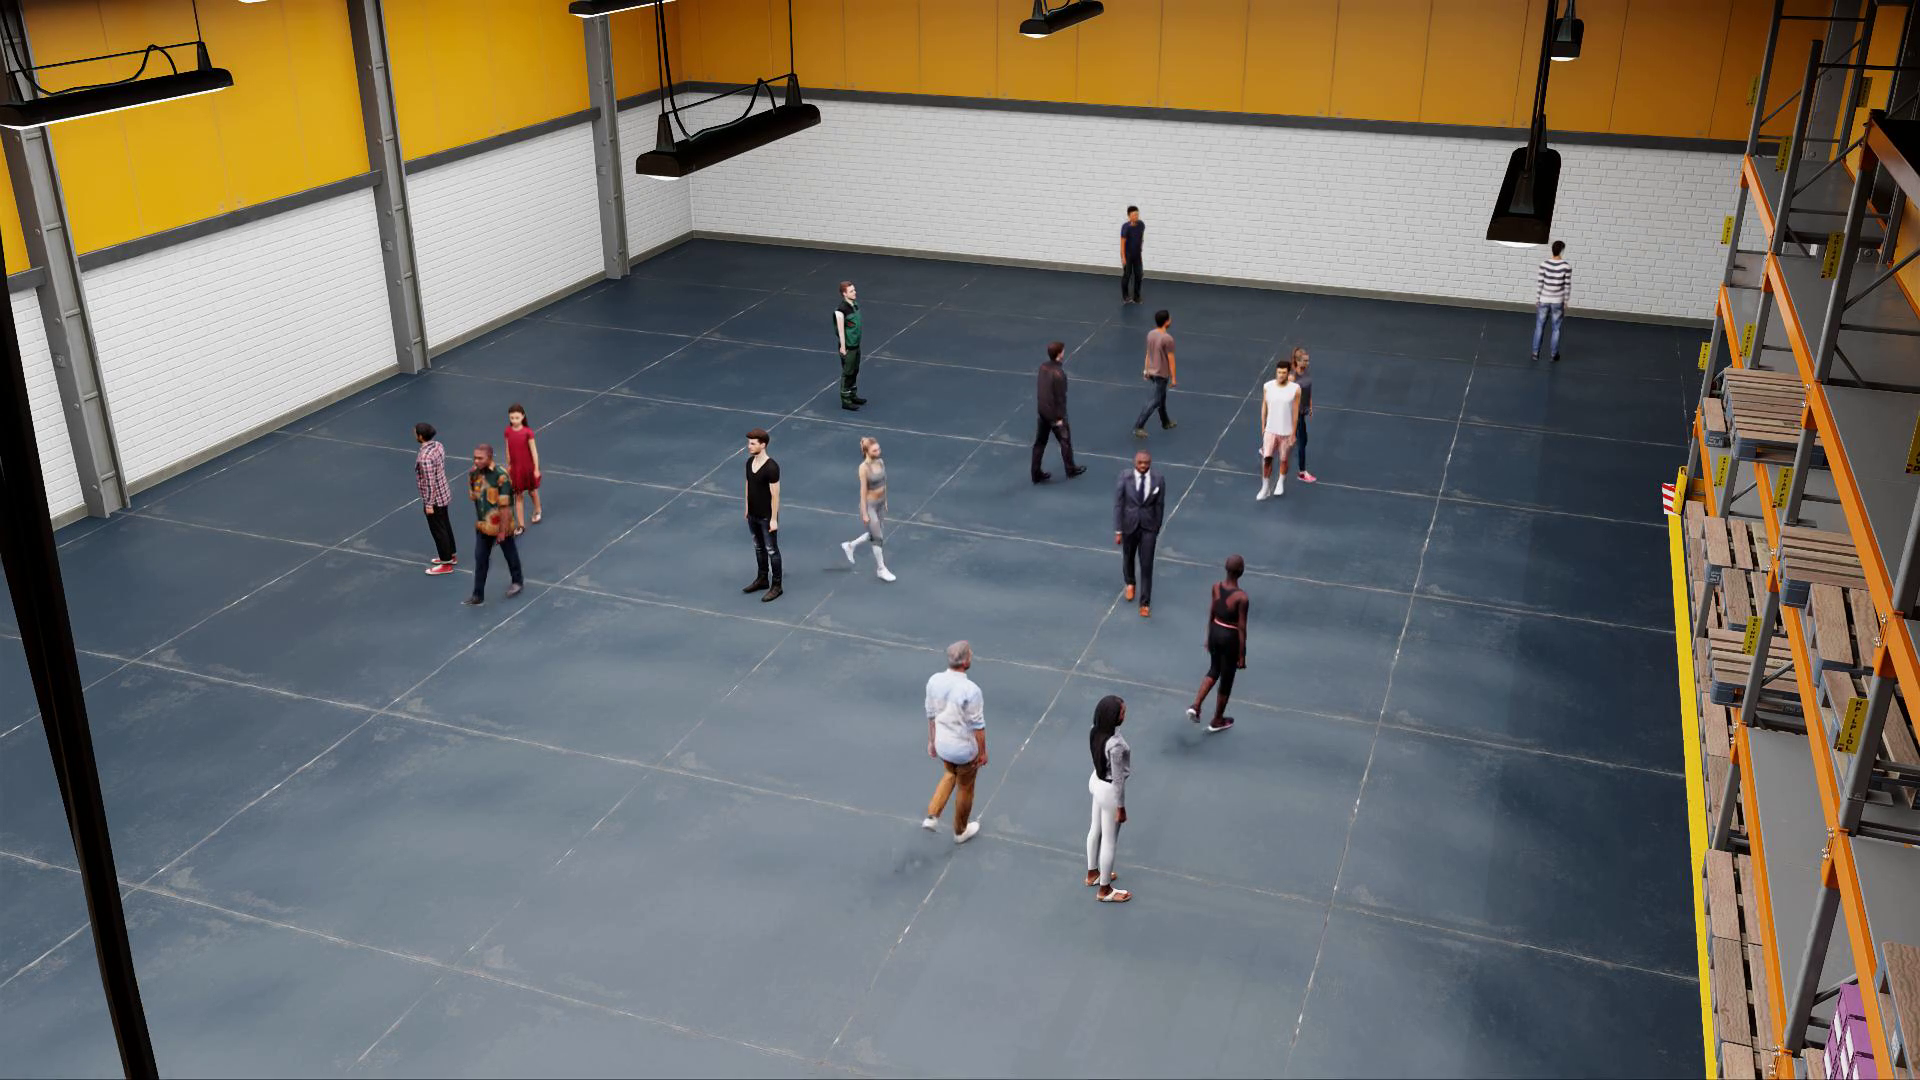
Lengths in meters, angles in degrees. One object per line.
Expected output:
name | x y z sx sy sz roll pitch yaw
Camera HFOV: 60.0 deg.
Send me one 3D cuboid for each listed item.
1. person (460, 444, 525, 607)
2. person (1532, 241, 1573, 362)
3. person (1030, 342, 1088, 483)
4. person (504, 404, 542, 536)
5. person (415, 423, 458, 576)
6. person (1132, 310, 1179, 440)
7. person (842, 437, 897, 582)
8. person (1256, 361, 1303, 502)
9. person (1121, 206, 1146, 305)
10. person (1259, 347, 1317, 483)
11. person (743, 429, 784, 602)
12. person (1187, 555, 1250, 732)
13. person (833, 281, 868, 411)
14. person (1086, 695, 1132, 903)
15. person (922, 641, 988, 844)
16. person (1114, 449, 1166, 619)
person | -4.903 -0.195 17.776 0.672 1.766 1.083 8 25 17
person | 9.136 -3.694 25.676 0.668 1.849 0.560 11 26 24
person | 1.083 -1.571 20.871 1.137 1.808 1.029 -17 29 -34
person | -5.138 -0.888 19.649 0.705 1.536 0.958 1 24 3
person | -5.818 -0.485 18.446 0.834 1.761 0.678 -1 24 -2
person | 2.612 -2.202 22.397 1.221 1.742 1.050 -16 28 -32
person | -1.024 -0.349 18.242 0.792 1.675 0.942 14 27 29
person | 3.977 -1.387 20.505 0.647 1.764 0.821 9 25 19
person | 2.941 -4.909 28.596 0.892 1.736 0.952 -15 28 -30
person | 4.207 -1.623 21.131 0.876 1.694 1.115 18 29 35
person | -2.104 -0.293 17.837 0.752 1.897 0.730 22 32 40
person | 2.343 0.975 15.124 0.907 1.746 0.818 -19 30 -36
person | -1.564 -2.779 23.589 0.693 1.843 0.526 7 25 16
person | 1.141 1.975 12.862 0.733 1.724 0.644 -7 25 -15
person | -0.063 1.676 13.435 0.831 1.813 0.896 19 30 37
person | 1.871 -0.135 17.620 0.924 1.780 1.267 2 24 4
